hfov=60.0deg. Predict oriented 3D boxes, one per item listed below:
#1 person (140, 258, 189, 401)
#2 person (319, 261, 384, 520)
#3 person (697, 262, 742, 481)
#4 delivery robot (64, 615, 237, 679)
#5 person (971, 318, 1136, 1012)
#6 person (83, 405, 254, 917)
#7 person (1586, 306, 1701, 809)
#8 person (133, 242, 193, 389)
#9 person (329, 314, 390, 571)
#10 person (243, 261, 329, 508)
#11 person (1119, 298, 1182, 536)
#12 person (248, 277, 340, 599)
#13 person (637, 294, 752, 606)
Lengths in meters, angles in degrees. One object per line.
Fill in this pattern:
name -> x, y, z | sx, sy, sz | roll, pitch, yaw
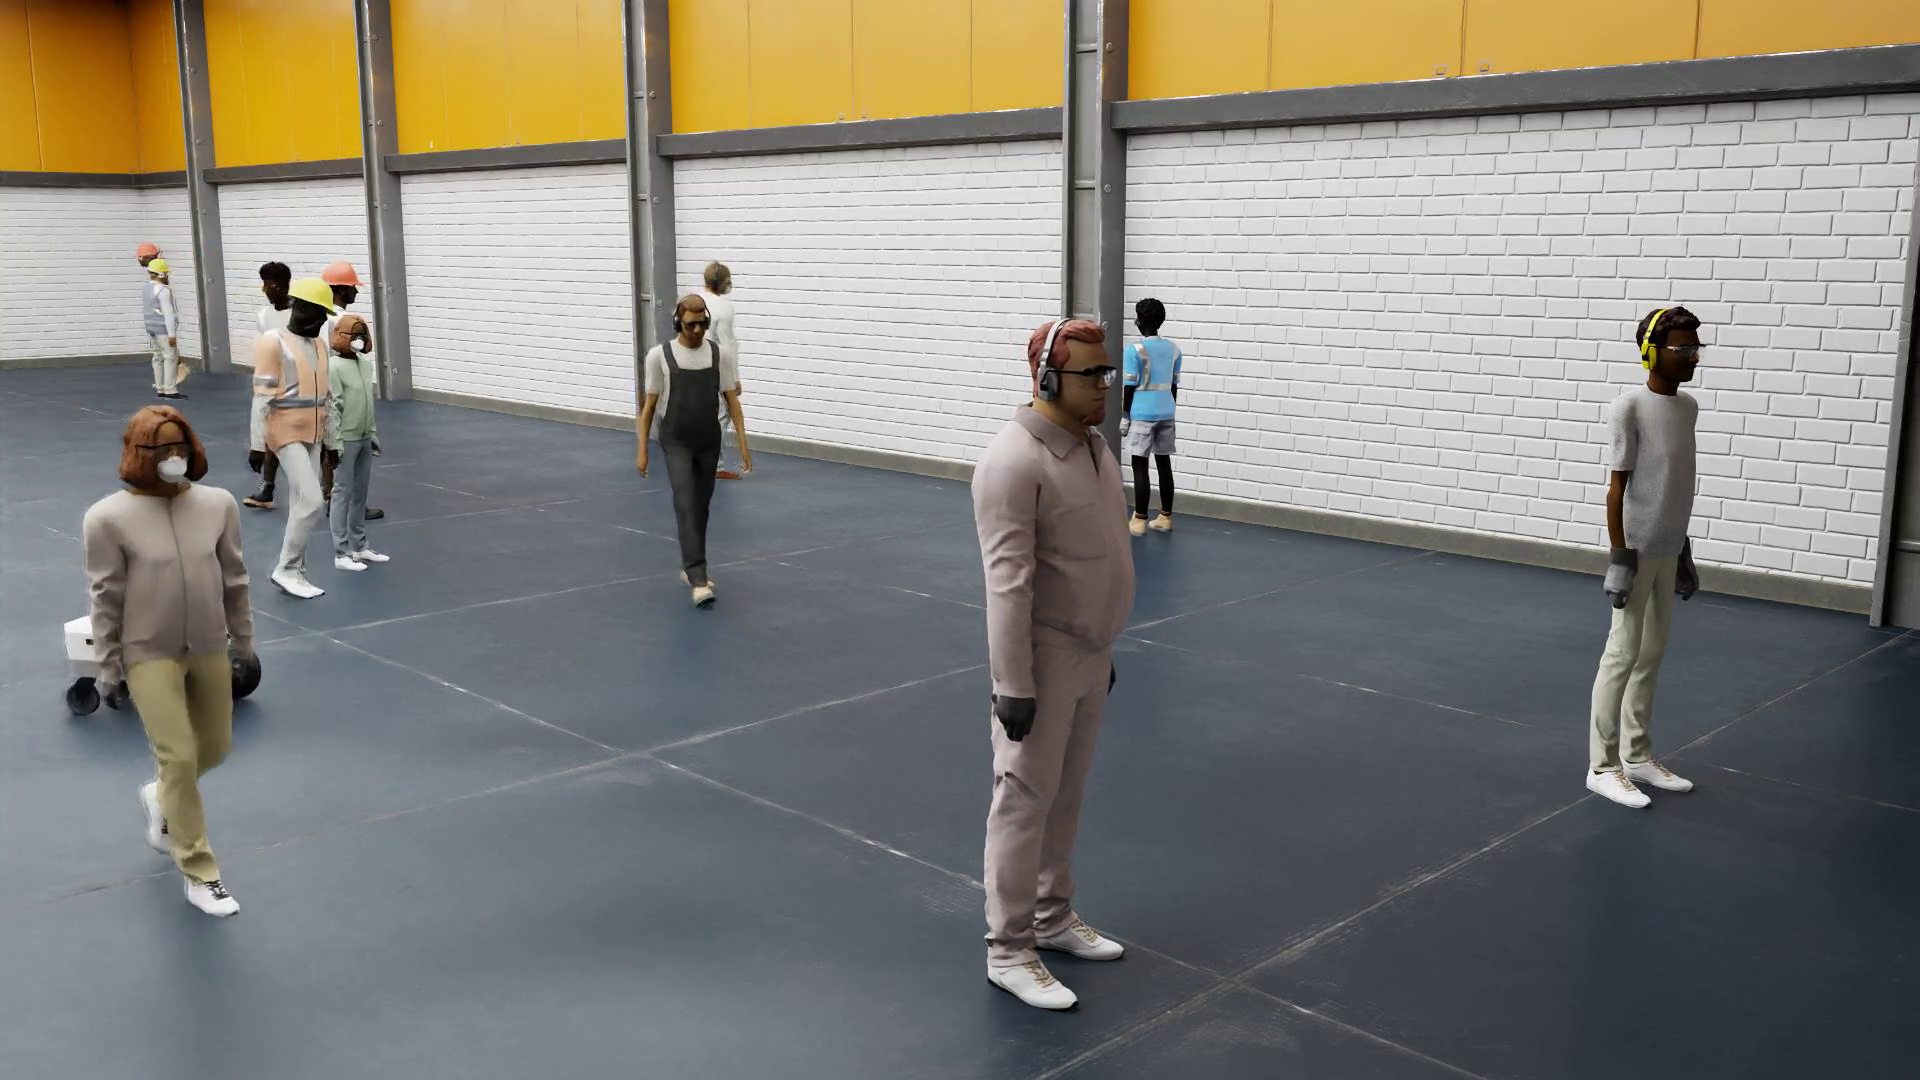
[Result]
person -> -10.316, -2.713, 21.511 | 0.634, 1.826, 0.403 | 7, 13, 35
person -> -4.626, -1.115, 12.503 | 0.379, 1.938, 0.547 | -10, 14, -43
person -> -2.165, -1.428, 14.345 | 0.482, 1.909, 0.711 | -8, 13, -36
delivery robot -> -3.619, 0.454, 7.466 | 0.707, 0.478, 0.477 | 2, 10, 9
person -> 0.292, 0.335, 4.685 | 0.401, 1.907, 0.646 | 5, 12, 27
person -> -2.546, 0.361, 5.351 | 0.673, 1.614, 0.503 | 8, 13, 37
person -> 2.618, 0.061, 6.280 | 0.513, 1.872, 0.328 | -8, 13, -37
person -> -11.054, -3.085, 22.978 | 0.531, 2.034, 0.657 | -6, 12, -31
person -> -3.893, -0.631, 10.696 | 0.285, 1.631, 0.501 | 2, 11, 11
person -> -5.255, -1.192, 12.966 | 0.626, 1.921, 0.941 | 3, 11, 14
person -> 1.355, -0.875, 11.872 | 0.532, 1.691, 0.318 | -8, 13, -39
person -> -3.865, -0.588, 9.778 | 0.477, 1.882, 0.660 | 3, 11, 14
person -> -1.525, -0.525, 9.689 | 0.624, 1.790, 0.915 | -6, 12, -28
